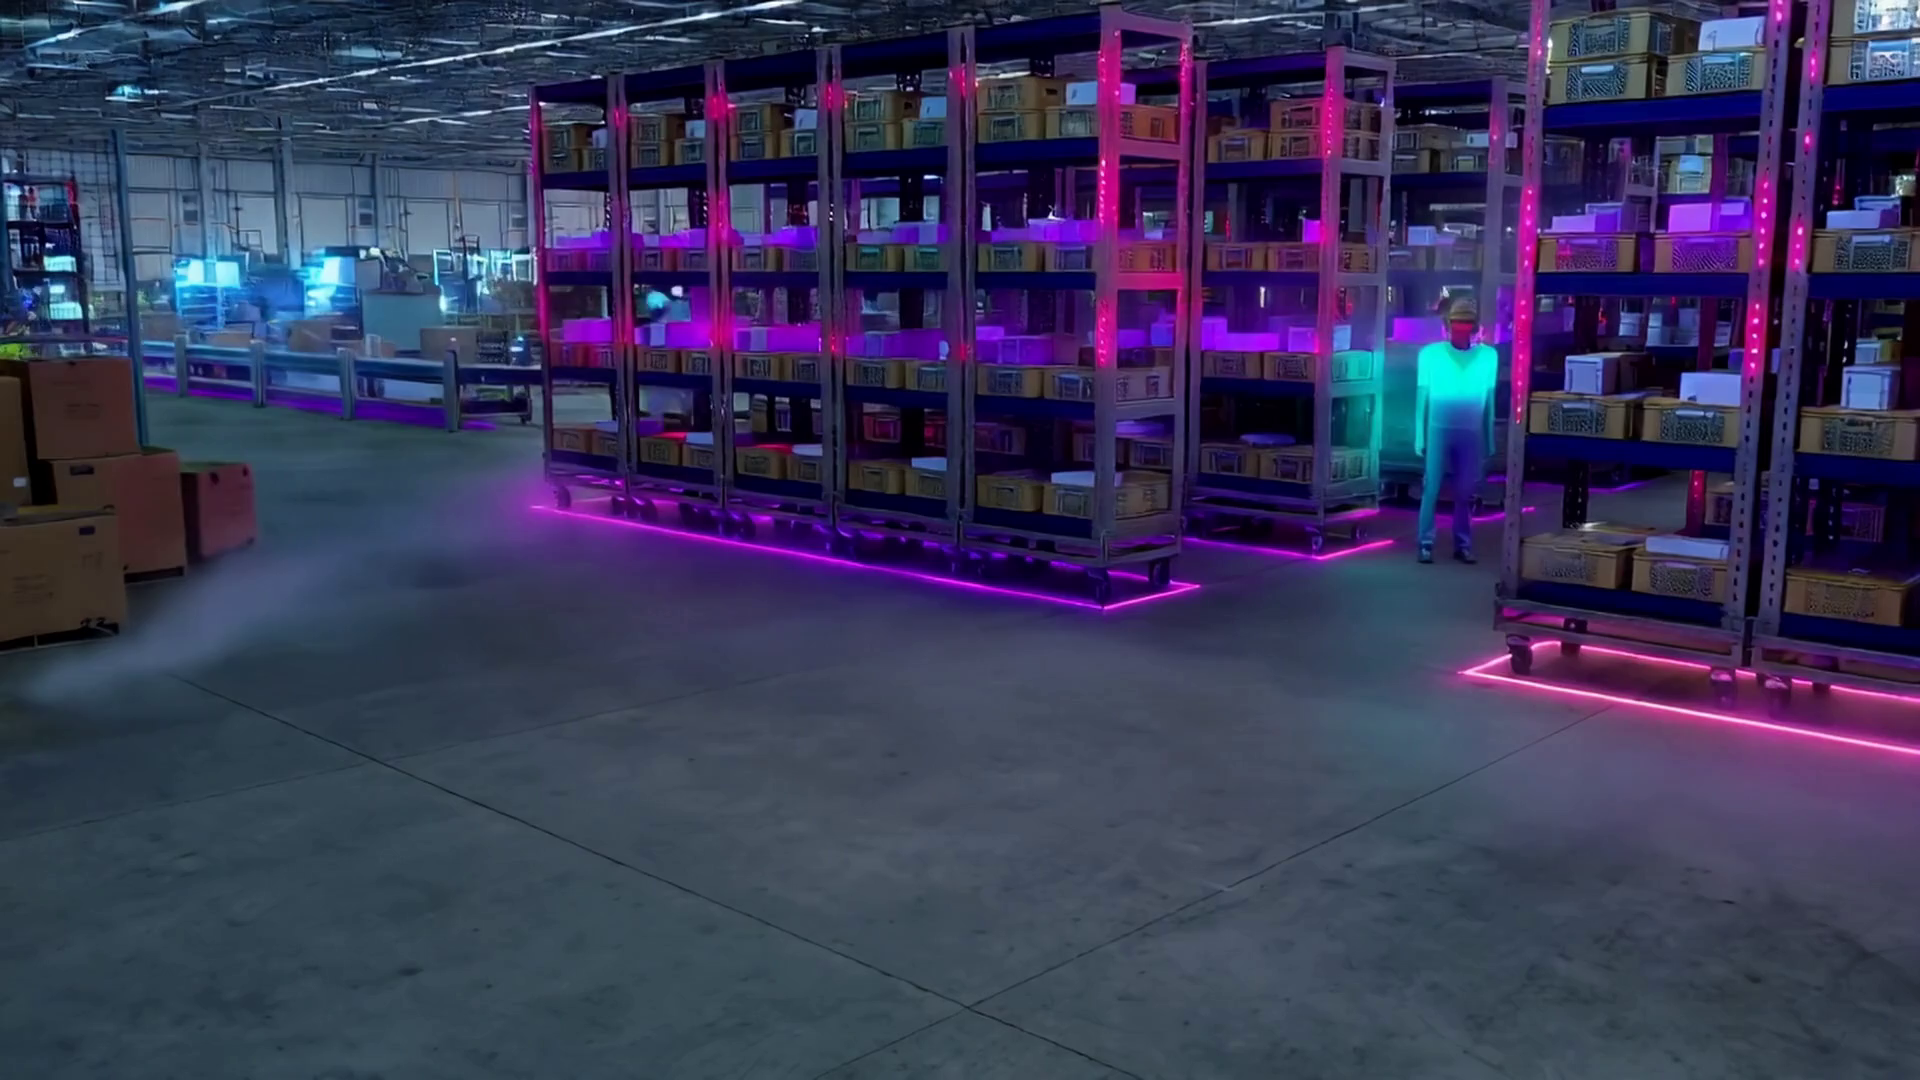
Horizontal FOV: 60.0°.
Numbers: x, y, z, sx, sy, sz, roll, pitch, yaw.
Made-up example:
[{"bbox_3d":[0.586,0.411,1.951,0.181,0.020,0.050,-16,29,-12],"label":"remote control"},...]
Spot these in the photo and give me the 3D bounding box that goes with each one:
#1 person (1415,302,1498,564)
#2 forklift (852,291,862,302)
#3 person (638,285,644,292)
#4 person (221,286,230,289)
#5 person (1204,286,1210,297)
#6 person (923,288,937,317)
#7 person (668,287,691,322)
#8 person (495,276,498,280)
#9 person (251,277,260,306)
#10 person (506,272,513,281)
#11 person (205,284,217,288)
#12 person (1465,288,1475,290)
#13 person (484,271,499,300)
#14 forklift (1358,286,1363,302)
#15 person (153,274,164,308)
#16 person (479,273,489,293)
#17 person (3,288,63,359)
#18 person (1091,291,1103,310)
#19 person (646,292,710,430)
[{"bbox_3d":[3.477,-0.746,11.710,0.563,1.838,0.390,0,9,0],"label":"person"},{"bbox_3d":[-4.155,-11.405,73.874,1.873,2.768,1.129,9,13,43],"label":"forklift"},{"bbox_3d":[-17.835,-13.962,92.796,0.624,1.828,0.506,-5,10,-28],"label":"person"},{"bbox_3d":[-20.907,-6.609,47.156,0.893,2.019,0.616,-2,9,-9],"label":"person"},{"bbox_3d":[9.299,-8.853,61.916,0.759,1.663,0.553,3,10,15],"label":"person"},{"bbox_3d":[-0.829,-6.110,44.617,0.404,1.829,0.620,0,9,1],"label":"person"},{"bbox_3d":[-5.493,-4.110,32.654,0.525,1.727,0.814,3,10,16],"label":"person"},{"bbox_3d":[-21.970,-11.614,78.632,0.316,1.742,0.492,-8,12,-40],"label":"person"},{"bbox_3d":[-27.412,-9.364,64.802,0.523,1.752,0.368,7,11,35],"label":"person"},{"bbox_3d":[-23.087,-12.859,85.722,0.633,1.924,0.670,-1,9,-6],"label":"person"},{"bbox_3d":[-26.358,-8.496,58.791,0.621,1.978,0.430,-1,9,-4],"label":"person"},{"bbox_3d":[20.472,-9.738,66.599,0.392,1.917,0.593,-8,12,-41],"label":"person"},{"bbox_3d":[-17.290,-8.894,61.046,0.940,2.000,0.709,-2,9,-13],"label":"person"},{"bbox_3d":[11.100,-7.017,46.970,1.873,2.768,1.129,9,13,43],"label":"forklift"},{"bbox_3d":[-36.944,-11.322,76.573,0.605,1.830,0.641,-8,12,-41],"label":"person"},{"bbox_3d":[-24.073,-12.586,84.223,0.597,1.885,0.905,-2,10,-13],"label":"person"},{"bbox_3d":[-8.315,-1.295,14.881,0.639,1.904,0.402,5,10,26],"label":"person"},{"bbox_3d":[4.253,-7.504,52.994,0.664,1.883,0.668,-7,12,-37],"label":"person"},{"bbox_3d":[-3.542,-2.156,20.502,0.838,1.794,0.596,-5,11,-29],"label":"person"}]
